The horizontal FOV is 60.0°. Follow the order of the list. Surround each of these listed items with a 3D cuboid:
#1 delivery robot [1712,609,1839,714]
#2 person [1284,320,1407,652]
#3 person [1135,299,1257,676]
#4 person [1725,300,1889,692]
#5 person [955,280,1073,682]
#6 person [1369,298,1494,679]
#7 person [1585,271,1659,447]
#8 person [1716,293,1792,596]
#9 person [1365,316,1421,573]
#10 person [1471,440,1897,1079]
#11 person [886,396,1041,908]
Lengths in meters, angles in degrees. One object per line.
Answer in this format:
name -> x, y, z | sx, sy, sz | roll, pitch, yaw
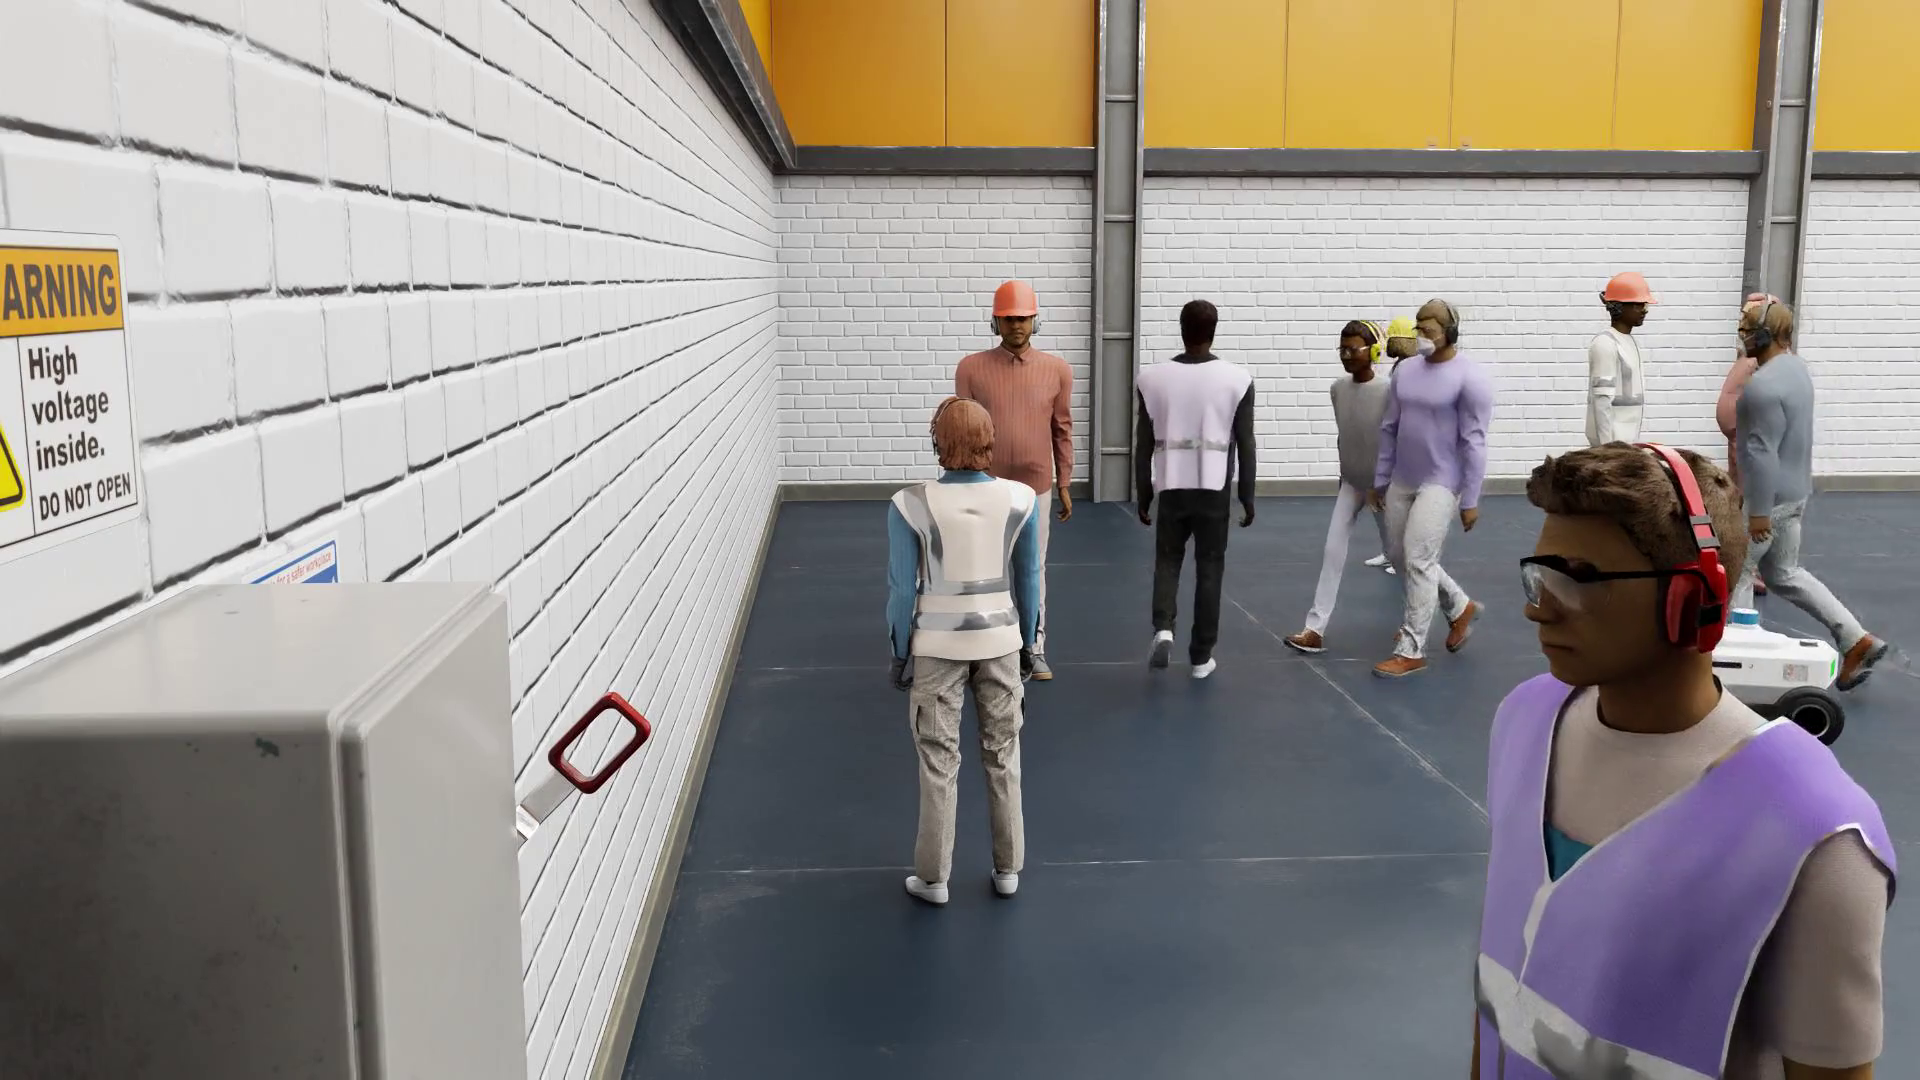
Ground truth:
delivery robot -> 3.429, 0.545, 7.293 | 0.707, 0.478, 0.477 | 2, 9, 14
person -> 2.219, -0.285, 8.976 | 1.055, 1.793, 0.539 | -8, 12, -40
person -> 1.180, -0.247, 8.349 | 0.606, 1.906, 0.457 | 3, 9, 16
person -> 3.990, -0.190, 7.990 | 0.852, 1.914, 0.638 | 8, 12, 41
person -> 0.265, -0.284, 8.281 | 0.611, 1.996, 0.387 | -1, 9, -5
person -> 2.423, -0.275, 8.483 | 0.787, 1.911, 0.632 | -5, 10, -27
person -> 4.089, -0.634, 10.329 | 0.375, 2.042, 0.615 | 6, 11, 33
person -> 5.006, -0.603, 10.551 | 0.411, 1.913, 0.643 | 2, 9, 13
person -> 2.998, -0.645, 11.340 | 0.301, 1.745, 0.483 | -1, 9, -8
person -> 0.788, 0.801, 1.939 | 0.372, 1.843, 0.570 | -3, 9, -16
person -> 0.015, 0.364, 5.328 | 0.514, 1.641, 0.308 | -3, 9, -16
